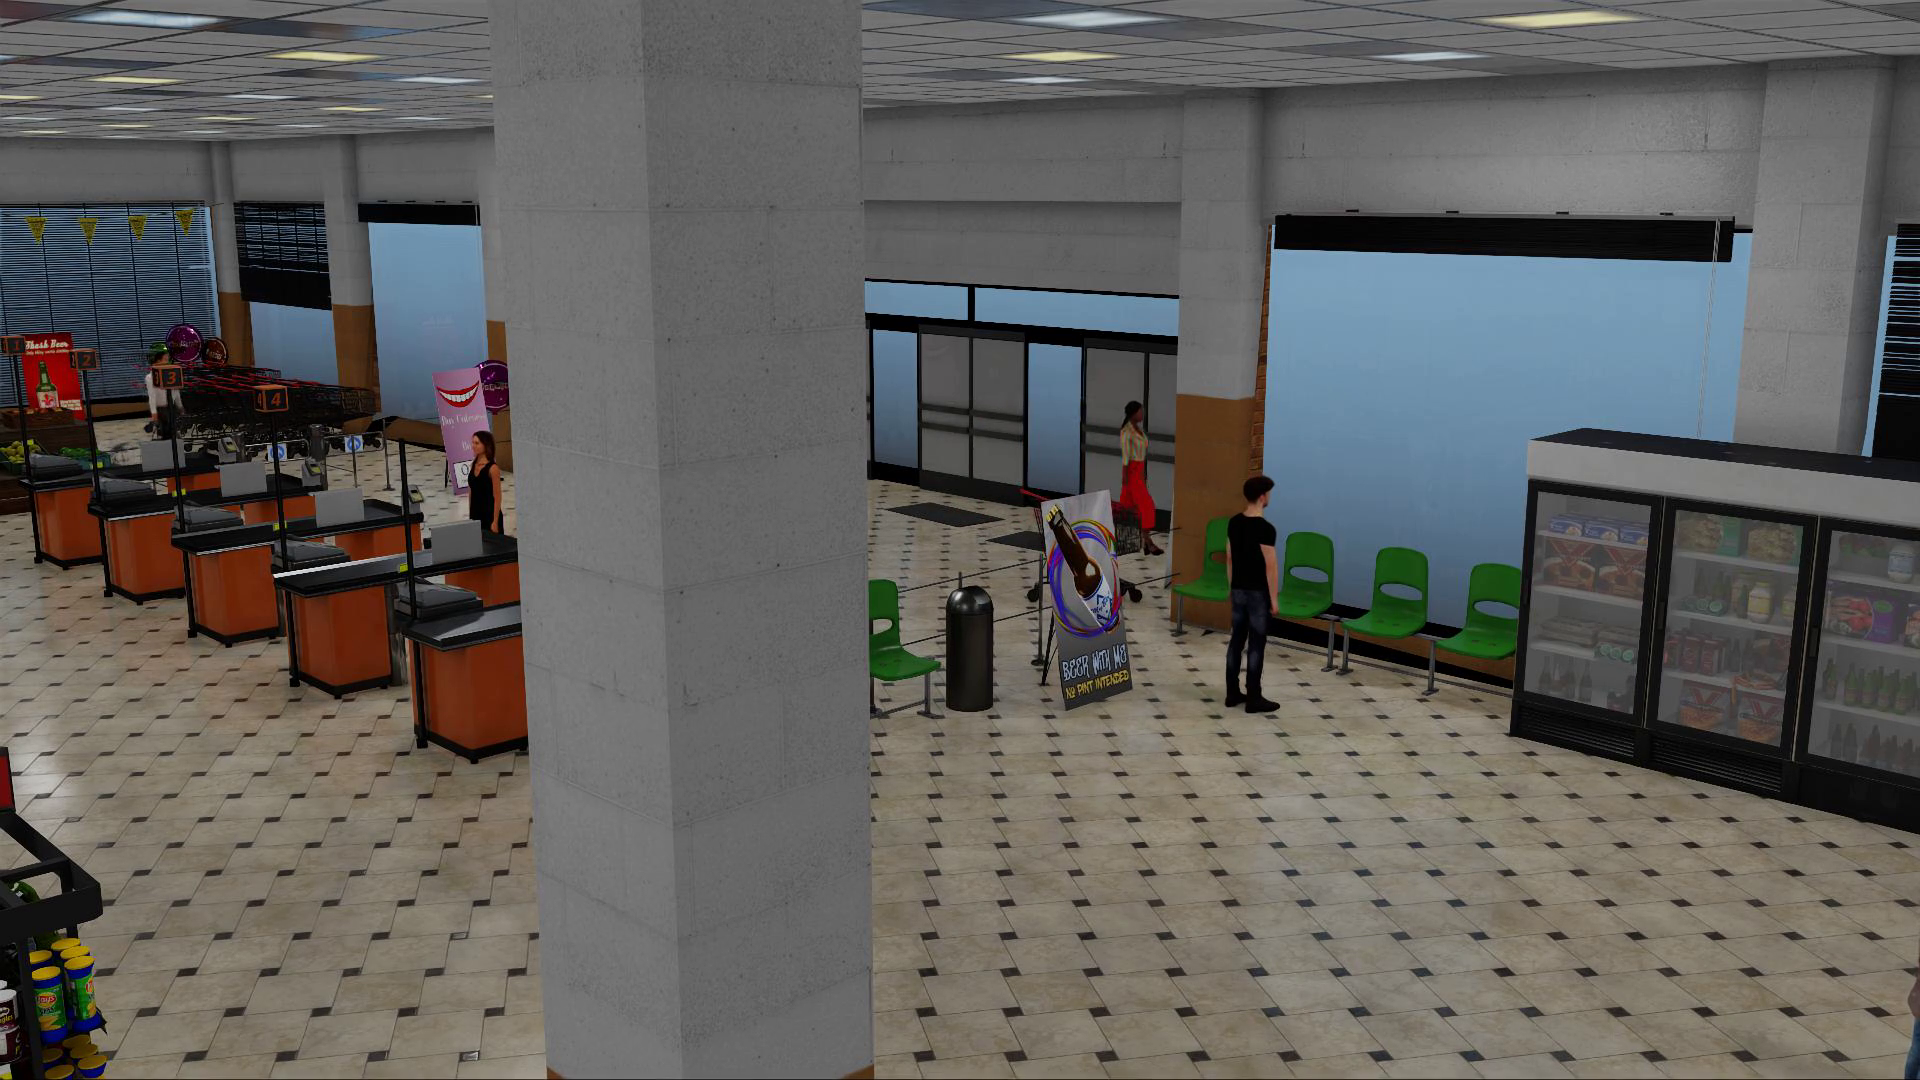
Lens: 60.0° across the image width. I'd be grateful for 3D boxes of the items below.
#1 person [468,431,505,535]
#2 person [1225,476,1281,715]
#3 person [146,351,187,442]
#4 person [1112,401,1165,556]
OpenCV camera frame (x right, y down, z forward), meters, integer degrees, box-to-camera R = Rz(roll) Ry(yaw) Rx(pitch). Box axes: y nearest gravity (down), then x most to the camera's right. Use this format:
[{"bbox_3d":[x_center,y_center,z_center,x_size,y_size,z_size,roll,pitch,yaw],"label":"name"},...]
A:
[{"bbox_3d":[-4.618,-0.155,16.233,0.617,1.835,0.580,8,14,33],"label":"person"},{"bbox_3d":[2.328,0.426,13.331,0.602,1.895,0.714,-9,15,-35],"label":"person"},{"bbox_3d":[-11.812,-1.883,24.547,0.884,1.792,0.816,1,12,5],"label":"person"},{"bbox_3d":[1.874,-0.685,18.939,0.947,1.757,1.157,5,13,21],"label":"person"}]
